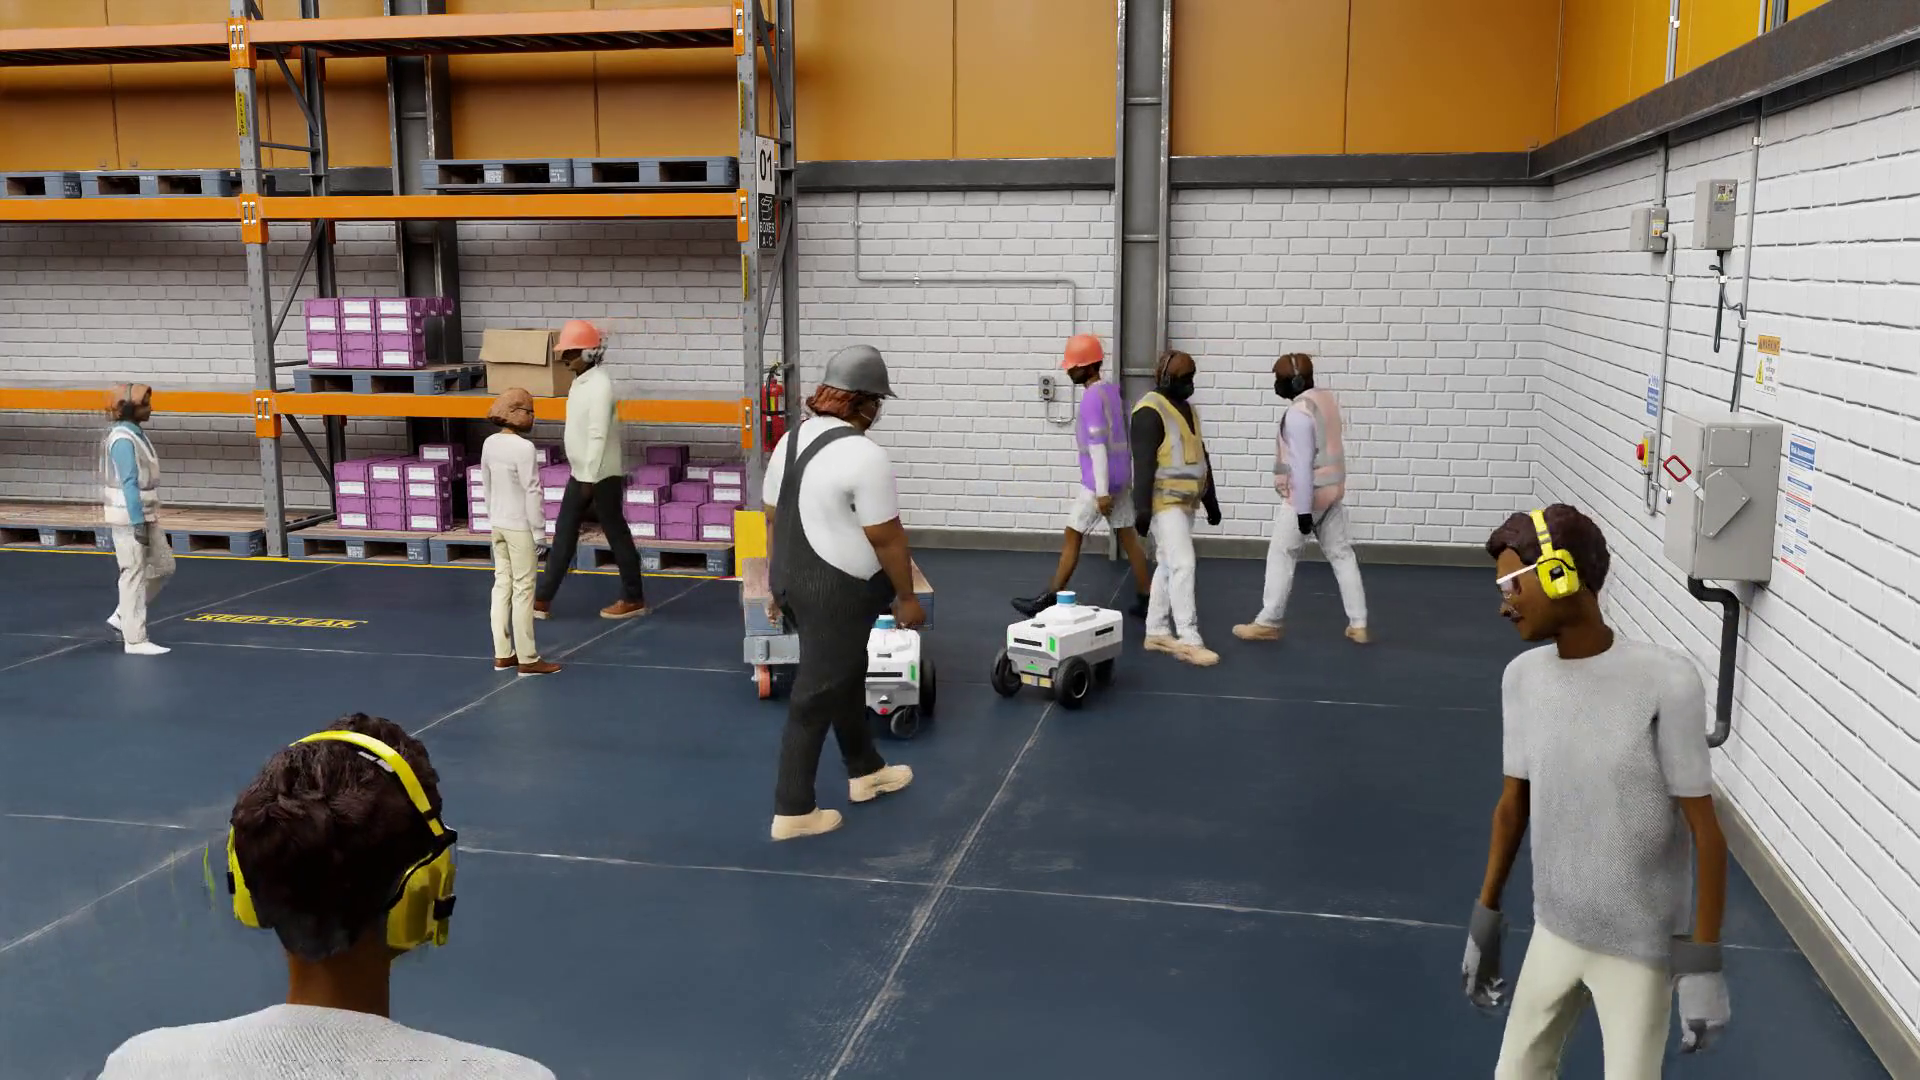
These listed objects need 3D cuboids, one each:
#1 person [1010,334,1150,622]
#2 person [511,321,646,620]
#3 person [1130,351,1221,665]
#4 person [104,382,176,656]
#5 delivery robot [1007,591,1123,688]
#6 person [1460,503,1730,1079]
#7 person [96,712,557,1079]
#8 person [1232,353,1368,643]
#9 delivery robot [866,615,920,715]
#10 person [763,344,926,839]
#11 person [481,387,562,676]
[{"bbox_3d":[0.863,-0.390,10.782,0.897,1.870,0.631,4,10,24],"label":"person"},{"bbox_3d":[-2.486,-0.422,10.699,0.989,1.945,0.652,-6,11,-32],"label":"person"},{"bbox_3d":[1.313,-0.196,9.761,0.595,1.811,0.663,5,11,30],"label":"person"},{"bbox_3d":[-4.859,-0.113,9.837,0.355,1.629,0.514,-2,10,-13],"label":"person"},{"bbox_3d":[0.573,0.519,8.965,0.477,0.478,0.707,8,12,38],"label":"delivery robot"},{"bbox_3d":[1.329,0.848,3.487,0.356,1.823,0.653,-6,11,-32],"label":"person"},{"bbox_3d":[-0.626,1.092,1.893,0.536,1.844,0.652,1,10,9],"label":"person"},{"bbox_3d":[2.165,-0.250,10.211,0.753,1.795,0.696,6,11,33],"label":"person"},{"bbox_3d":[-0.372,0.621,8.354,0.477,0.478,0.707,0,9,-1],"label":"delivery robot"},{"bbox_3d":[-0.422,0.180,6.820,0.916,2.000,0.700,-6,11,-32],"label":"person"},{"bbox_3d":[-2.507,-0.049,9.424,0.498,1.633,0.279,9,13,43],"label":"person"}]
